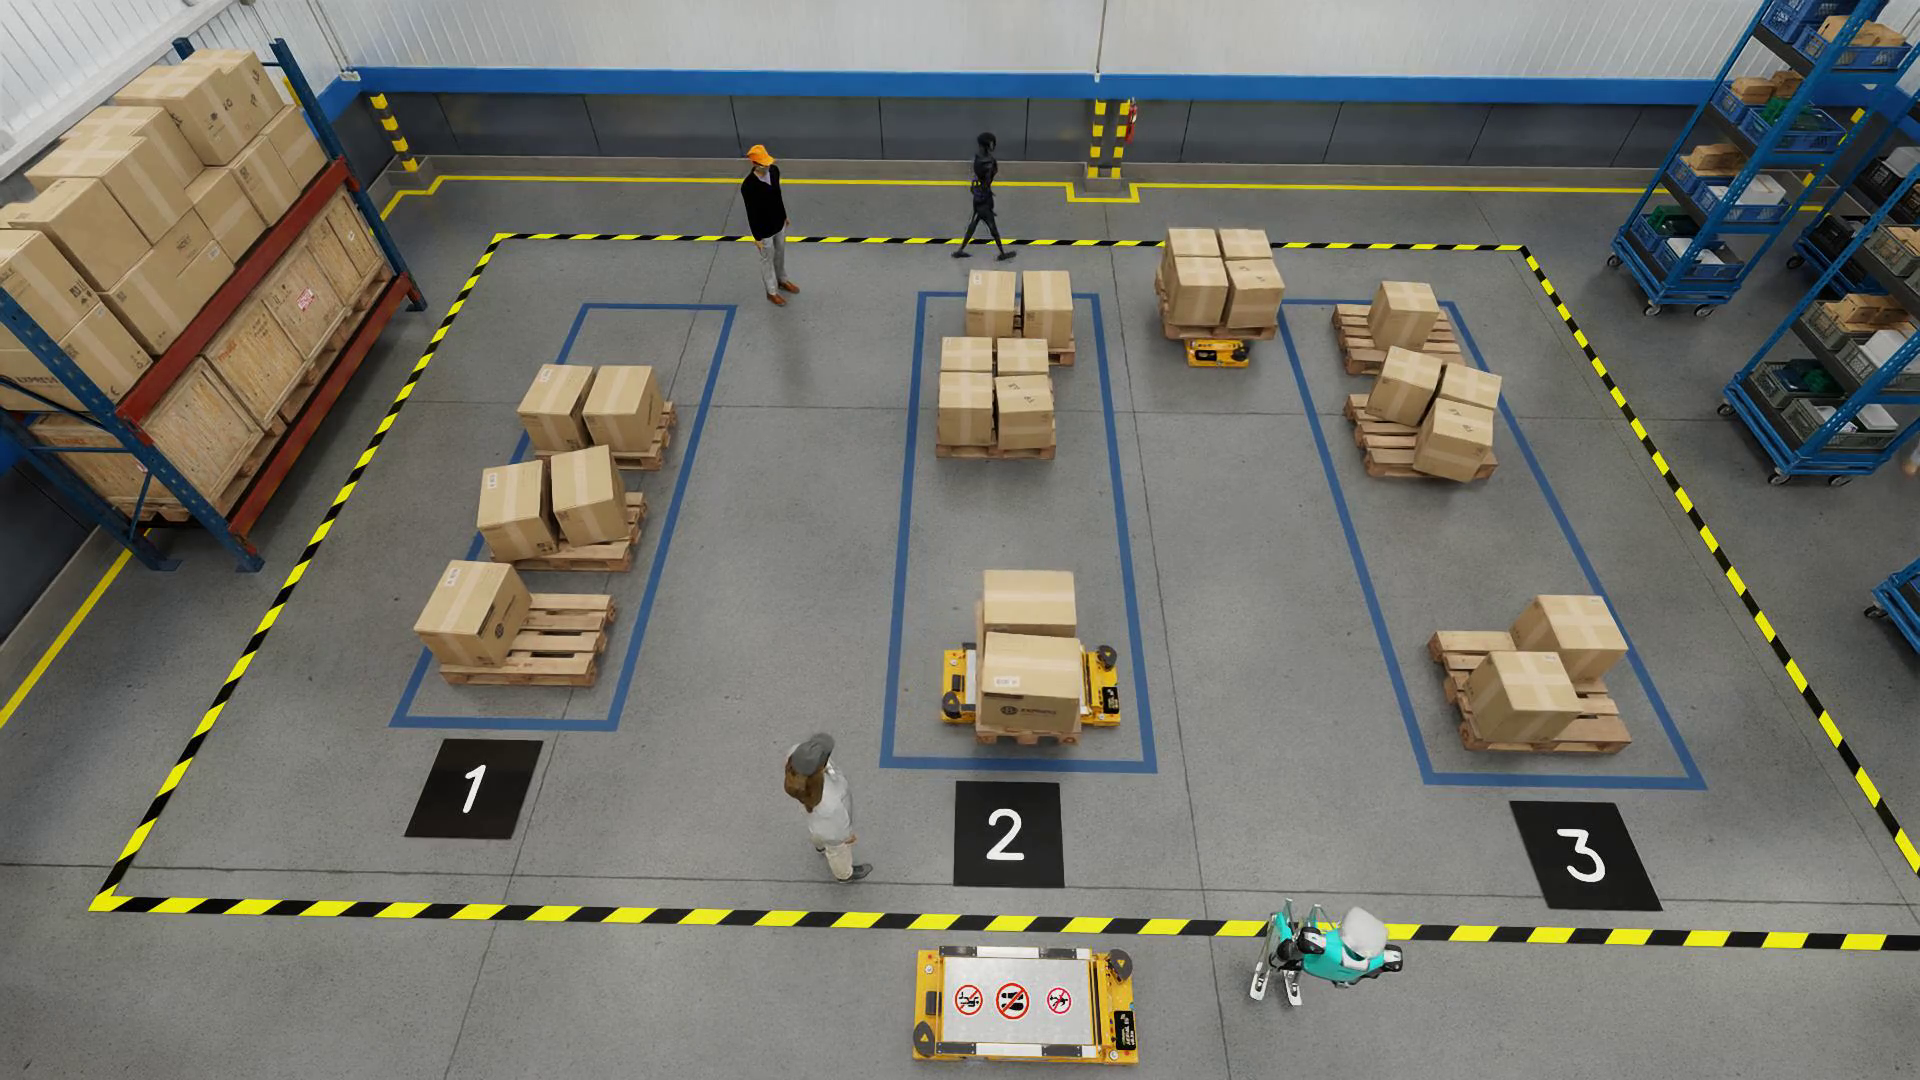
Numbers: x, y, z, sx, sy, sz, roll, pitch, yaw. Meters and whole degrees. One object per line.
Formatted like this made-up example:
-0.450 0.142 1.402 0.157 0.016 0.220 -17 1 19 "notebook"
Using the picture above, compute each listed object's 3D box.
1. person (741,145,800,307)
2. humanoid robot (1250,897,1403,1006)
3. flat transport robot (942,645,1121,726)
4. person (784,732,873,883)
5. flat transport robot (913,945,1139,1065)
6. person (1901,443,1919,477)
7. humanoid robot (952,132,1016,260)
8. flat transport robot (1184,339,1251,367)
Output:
-2.132 -3.542 10.331 0.372 1.883 0.590 23 54 18 "person"
2.140 2.375 5.516 0.533 1.677 0.735 9 51 8 "humanoid robot"
0.579 1.174 7.511 1.431 0.197 0.652 1 51 1 "flat transport robot"
-0.893 1.791 6.056 0.398 1.769 0.572 -29 57 -22 "person"
0.422 3.041 6.007 1.431 0.231 0.659 1 51 1 "flat transport robot"
9.681 -1.324 8.561 0.646 1.831 0.451 26 55 20 "person"
0.304 -4.086 10.943 0.793 1.628 0.585 -7 51 -6 "humanoid robot"
2.878 -2.528 10.529 0.652 0.197 1.431 1 51 1 "flat transport robot"
